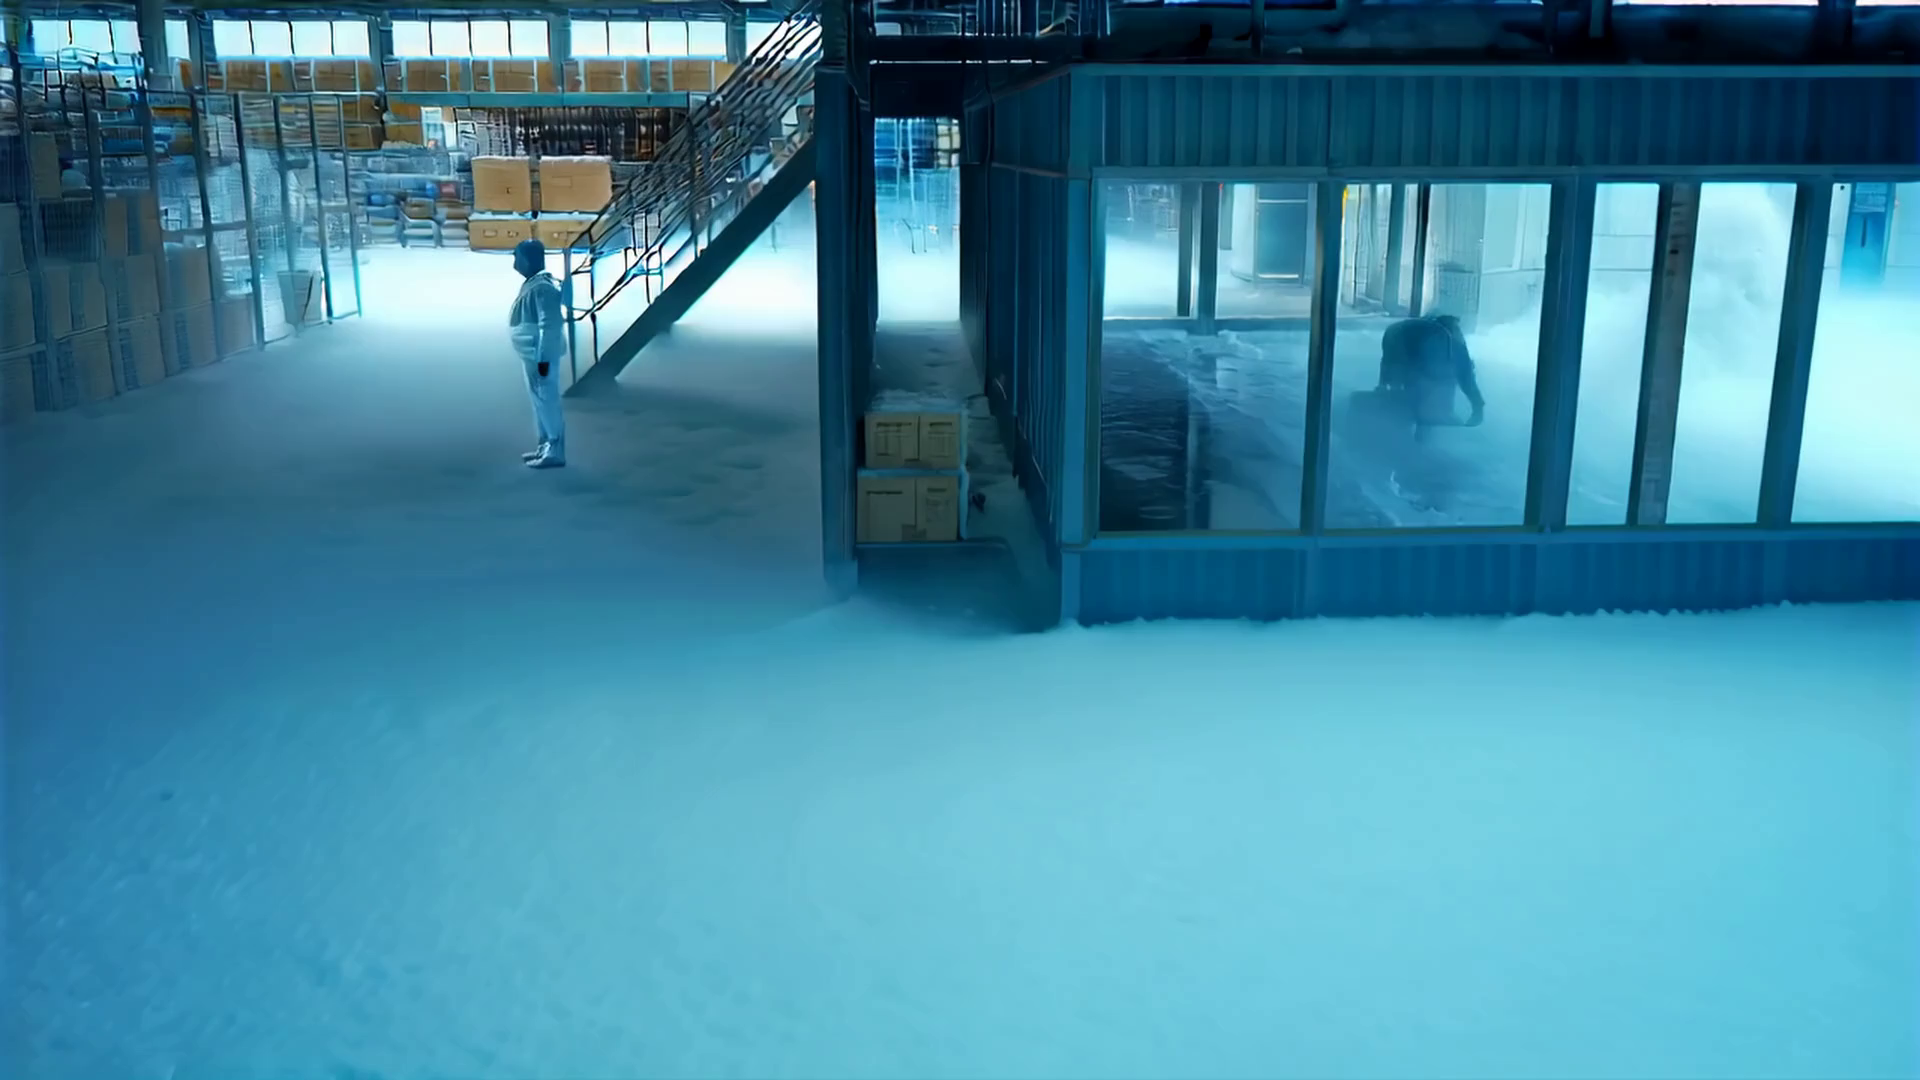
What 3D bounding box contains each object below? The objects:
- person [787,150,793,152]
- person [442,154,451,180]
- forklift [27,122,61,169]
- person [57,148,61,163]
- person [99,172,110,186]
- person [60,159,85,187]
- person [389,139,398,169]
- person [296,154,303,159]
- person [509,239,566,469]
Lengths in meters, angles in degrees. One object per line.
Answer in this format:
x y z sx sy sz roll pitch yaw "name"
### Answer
-7.472 -16.714 74.193 0.766 1.878 0.652 3 14 12 "person"
-17.121 -12.013 55.609 0.326 1.767 0.533 -2 14 -9 "person"
-35.376 -14.773 64.377 1.129 2.768 1.873 -1 14 -2 "forklift"
-36.379 -14.895 66.817 0.636 1.920 0.677 4 15 17 "person"
-16.285 -6.136 31.979 0.838 1.842 0.519 9 16 31 "person"
-23.829 -9.326 44.762 0.614 1.813 0.432 -2 14 -8 "person"
-27.952 -18.775 82.175 0.623 1.989 0.401 13 19 41 "person"
-24.217 -13.318 61.057 0.538 1.653 0.863 -5 15 -18 "person"
-3.412 -1.501 13.445 0.429 1.839 0.634 -6 15 -22 "person"
